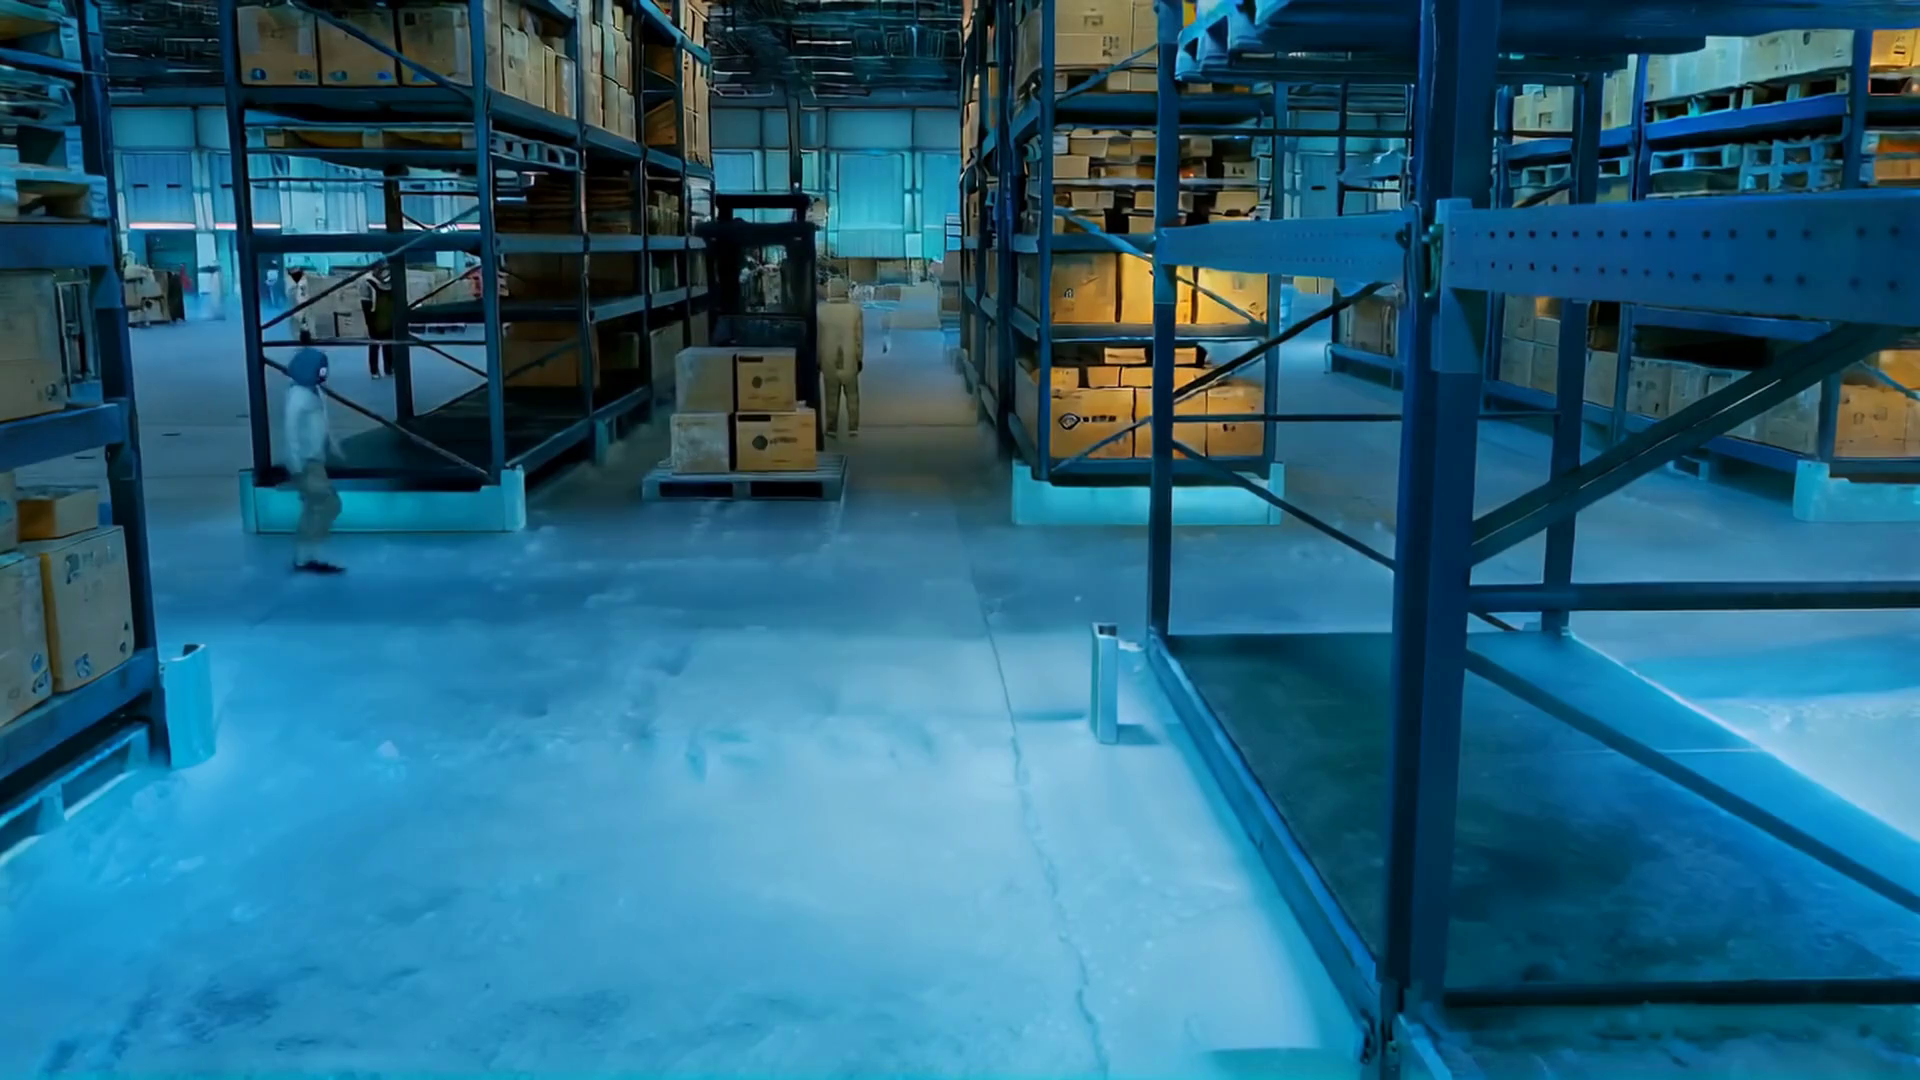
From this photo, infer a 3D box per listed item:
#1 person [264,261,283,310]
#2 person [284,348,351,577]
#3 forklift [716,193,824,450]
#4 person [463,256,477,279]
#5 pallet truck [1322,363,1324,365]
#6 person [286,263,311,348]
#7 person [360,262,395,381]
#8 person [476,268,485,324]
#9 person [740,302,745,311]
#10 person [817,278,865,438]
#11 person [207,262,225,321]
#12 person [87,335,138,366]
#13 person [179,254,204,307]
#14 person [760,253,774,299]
[{"bbox_3d":[-23.727,-8.762,57.305,0.928,1.677,0.482,6,12,29],"label":"person"},{"bbox_3d":[-4.485,-0.536,11.649,0.554,1.610,0.518,-1,10,-7],"label":"person"},{"bbox_3d":[-2.006,-2.163,17.172,1.129,2.768,1.873,0,10,-2],"label":"forklift"},{"bbox_3d":[-16.918,-8.927,57.759,0.621,1.841,0.429,4,11,22],"label":"person"},{"bbox_3d":[7.712,-4.157,30.737,1.885,1.965,0.823,3,11,16],"label":"pallet truck"},{"bbox_3d":[-12.630,-4.320,31.813,0.378,1.938,0.547,-6,12,-29],"label":"person"},{"bbox_3d":[-9.780,-3.734,28.262,0.536,2.000,0.688,5,11,27],"label":"person"},{"bbox_3d":[-13.445,-7.096,47.346,0.582,1.919,0.397,-3,11,-16],"label":"person"},{"bbox_3d":[-2.462,-1.791,18.397,0.537,1.695,0.320,-6,12,-28],"label":"person"},{"bbox_3d":[-1.461,-2.178,19.972,0.651,1.904,0.403,-5,11,-27],"label":"person"},{"bbox_3d":[-22.195,-7.382,49.376,0.621,1.743,0.554,-3,11,-16],"label":"person"},{"bbox_3d":[-16.035,-4.141,31.212,0.995,1.819,0.532,2,10,9],"label":"person"},{"bbox_3d":[-27.870,-9.382,60.112,0.963,1.897,0.653,-6,12,-30],"label":"person"},{"bbox_3d":[-7.826,-10.705,67.505,0.516,1.897,0.575,-9,14,-41],"label":"person"}]
